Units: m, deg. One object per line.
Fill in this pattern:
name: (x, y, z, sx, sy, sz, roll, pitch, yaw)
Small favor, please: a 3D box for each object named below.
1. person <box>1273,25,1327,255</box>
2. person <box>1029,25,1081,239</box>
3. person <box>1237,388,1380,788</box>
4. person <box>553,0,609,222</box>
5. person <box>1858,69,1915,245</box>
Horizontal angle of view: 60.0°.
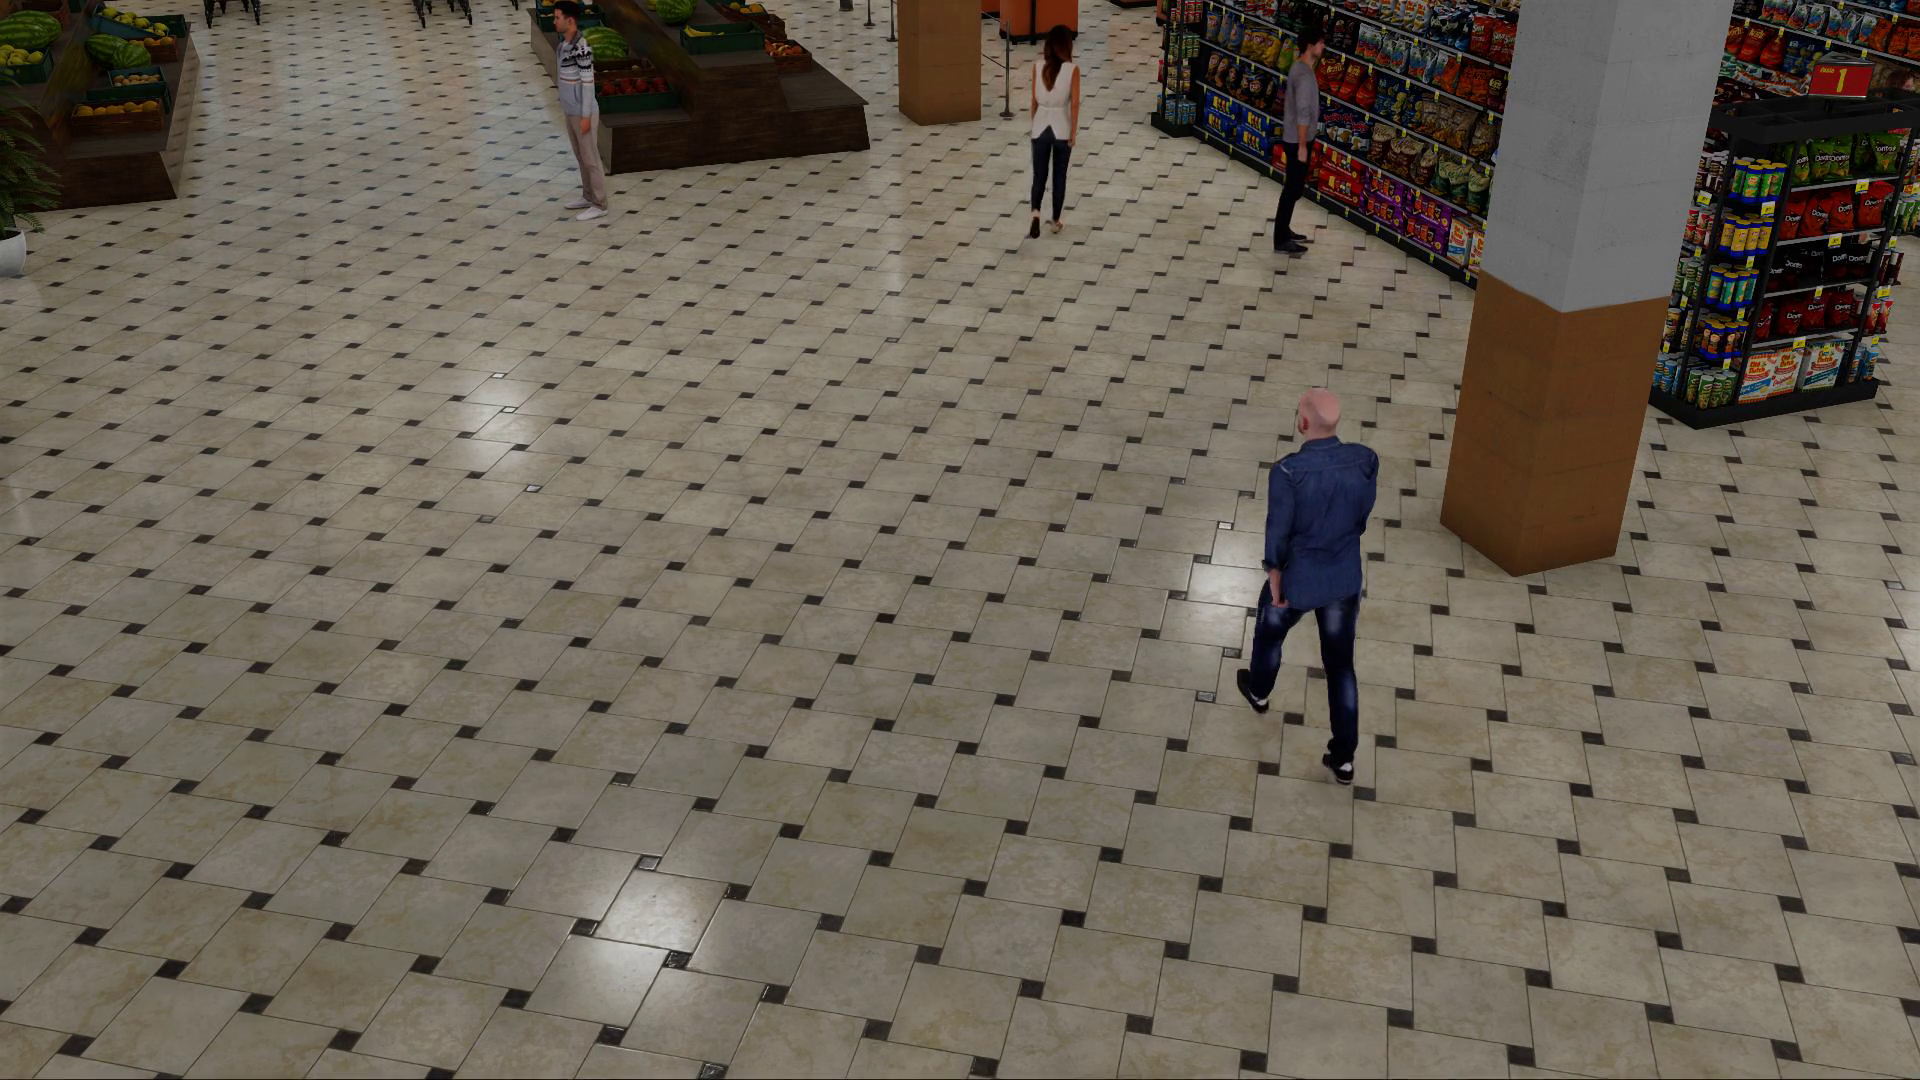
person: (2.787, -3.307, 13.732, 0.787, 1.839, 0.664, 5, 29, 10)
person: (0.750, -3.377, 13.933, 0.899, 1.768, 1.052, 7, 29, 12)
person: (1.593, 0.244, 7.291, 0.828, 1.778, 1.235, -6, 29, -11)
person: (-3.322, -3.777, 14.569, 0.771, 1.861, 0.544, -14, 32, -24)
person: (7.358, -3.012, 13.464, 0.679, 1.578, 0.876, -17, 33, -29)
